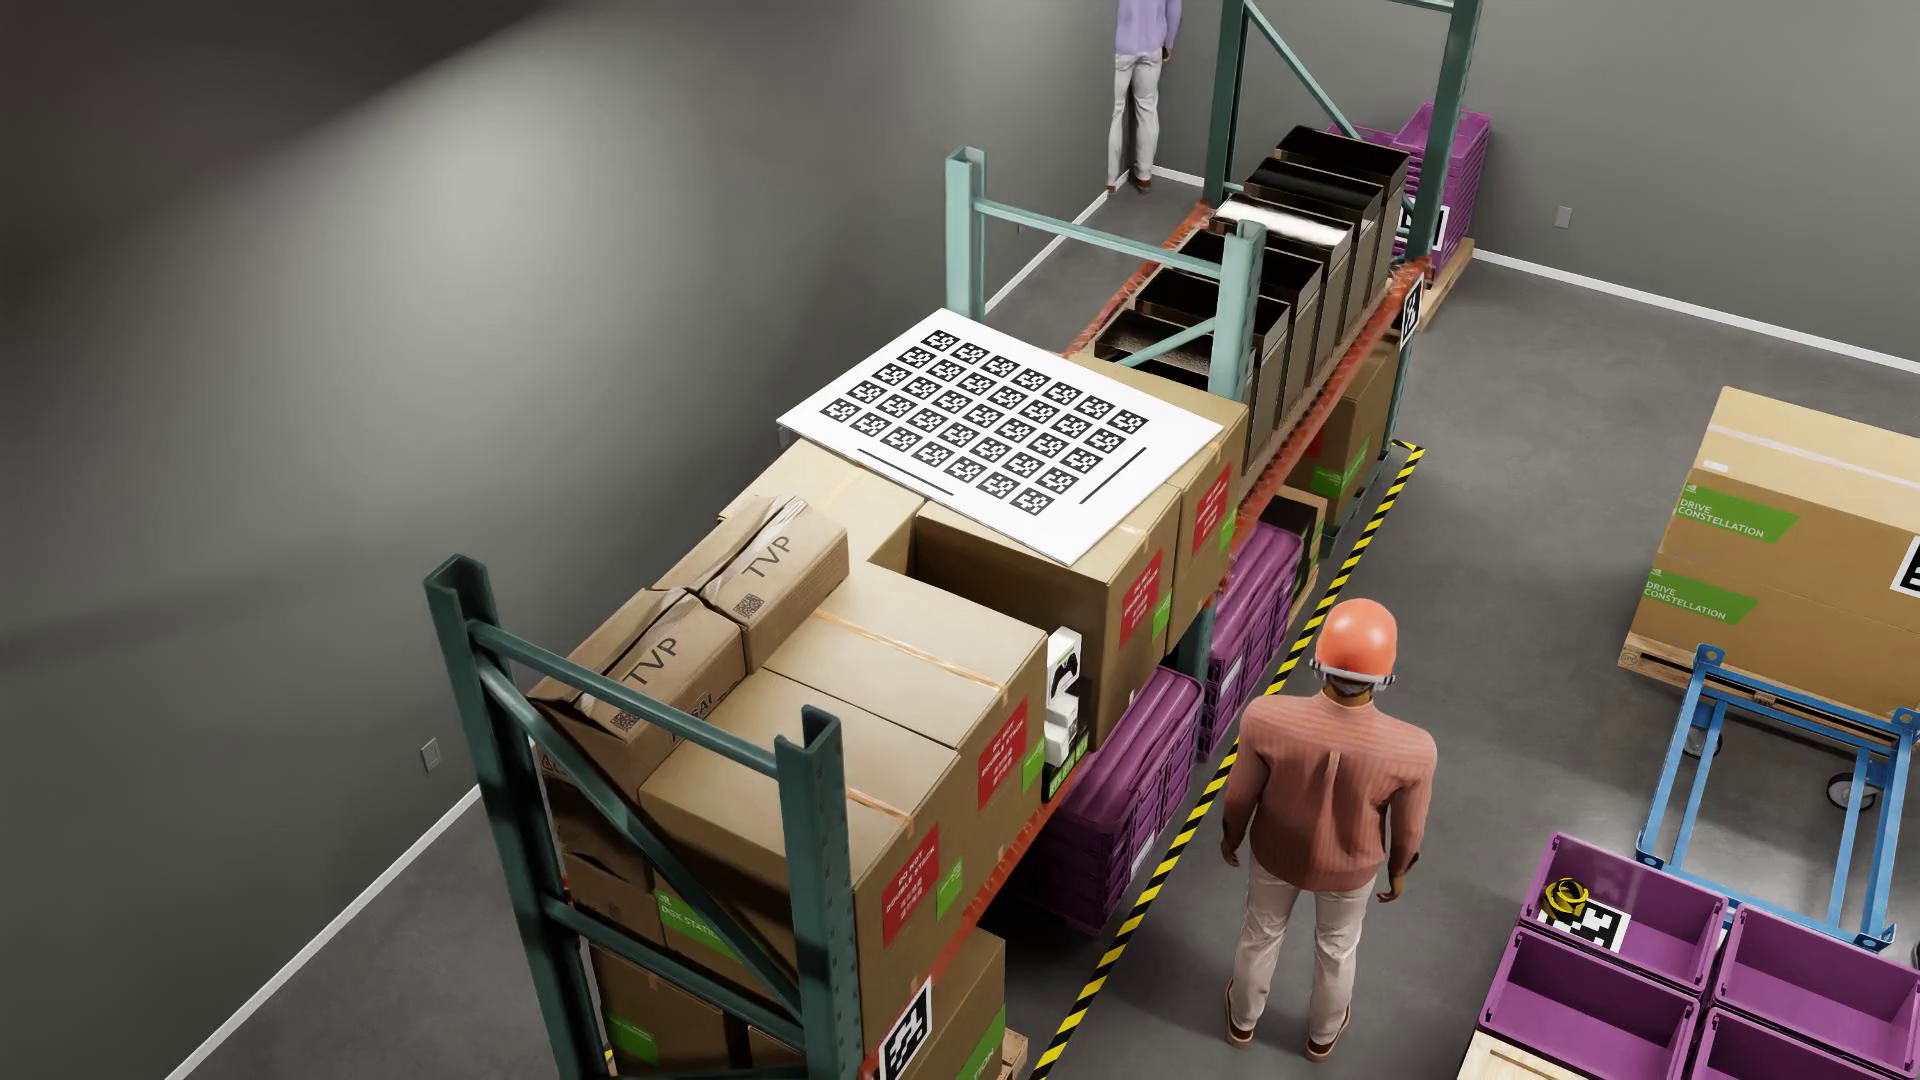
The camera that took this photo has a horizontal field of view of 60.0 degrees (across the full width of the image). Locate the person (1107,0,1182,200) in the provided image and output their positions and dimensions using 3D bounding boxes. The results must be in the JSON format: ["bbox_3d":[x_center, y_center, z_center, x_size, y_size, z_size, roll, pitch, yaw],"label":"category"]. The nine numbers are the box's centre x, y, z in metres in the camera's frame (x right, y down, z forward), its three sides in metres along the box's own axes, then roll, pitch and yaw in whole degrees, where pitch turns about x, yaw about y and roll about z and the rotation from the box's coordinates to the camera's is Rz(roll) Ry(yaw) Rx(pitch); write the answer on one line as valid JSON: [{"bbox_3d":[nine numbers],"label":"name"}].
[{"bbox_3d":[1.038,-3.027,10.215,0.638,1.928,0.397,-12,41,-14],"label":"person"}]

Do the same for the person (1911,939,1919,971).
[{"bbox_3d":[3.712,0.935,5.563,0.597,1.831,0.403,23,45,25],"label":"person"}]

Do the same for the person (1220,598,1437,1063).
[{"bbox_3d":[1.157,0.979,5.387,0.625,1.991,0.393,10,41,12],"label":"person"}]
